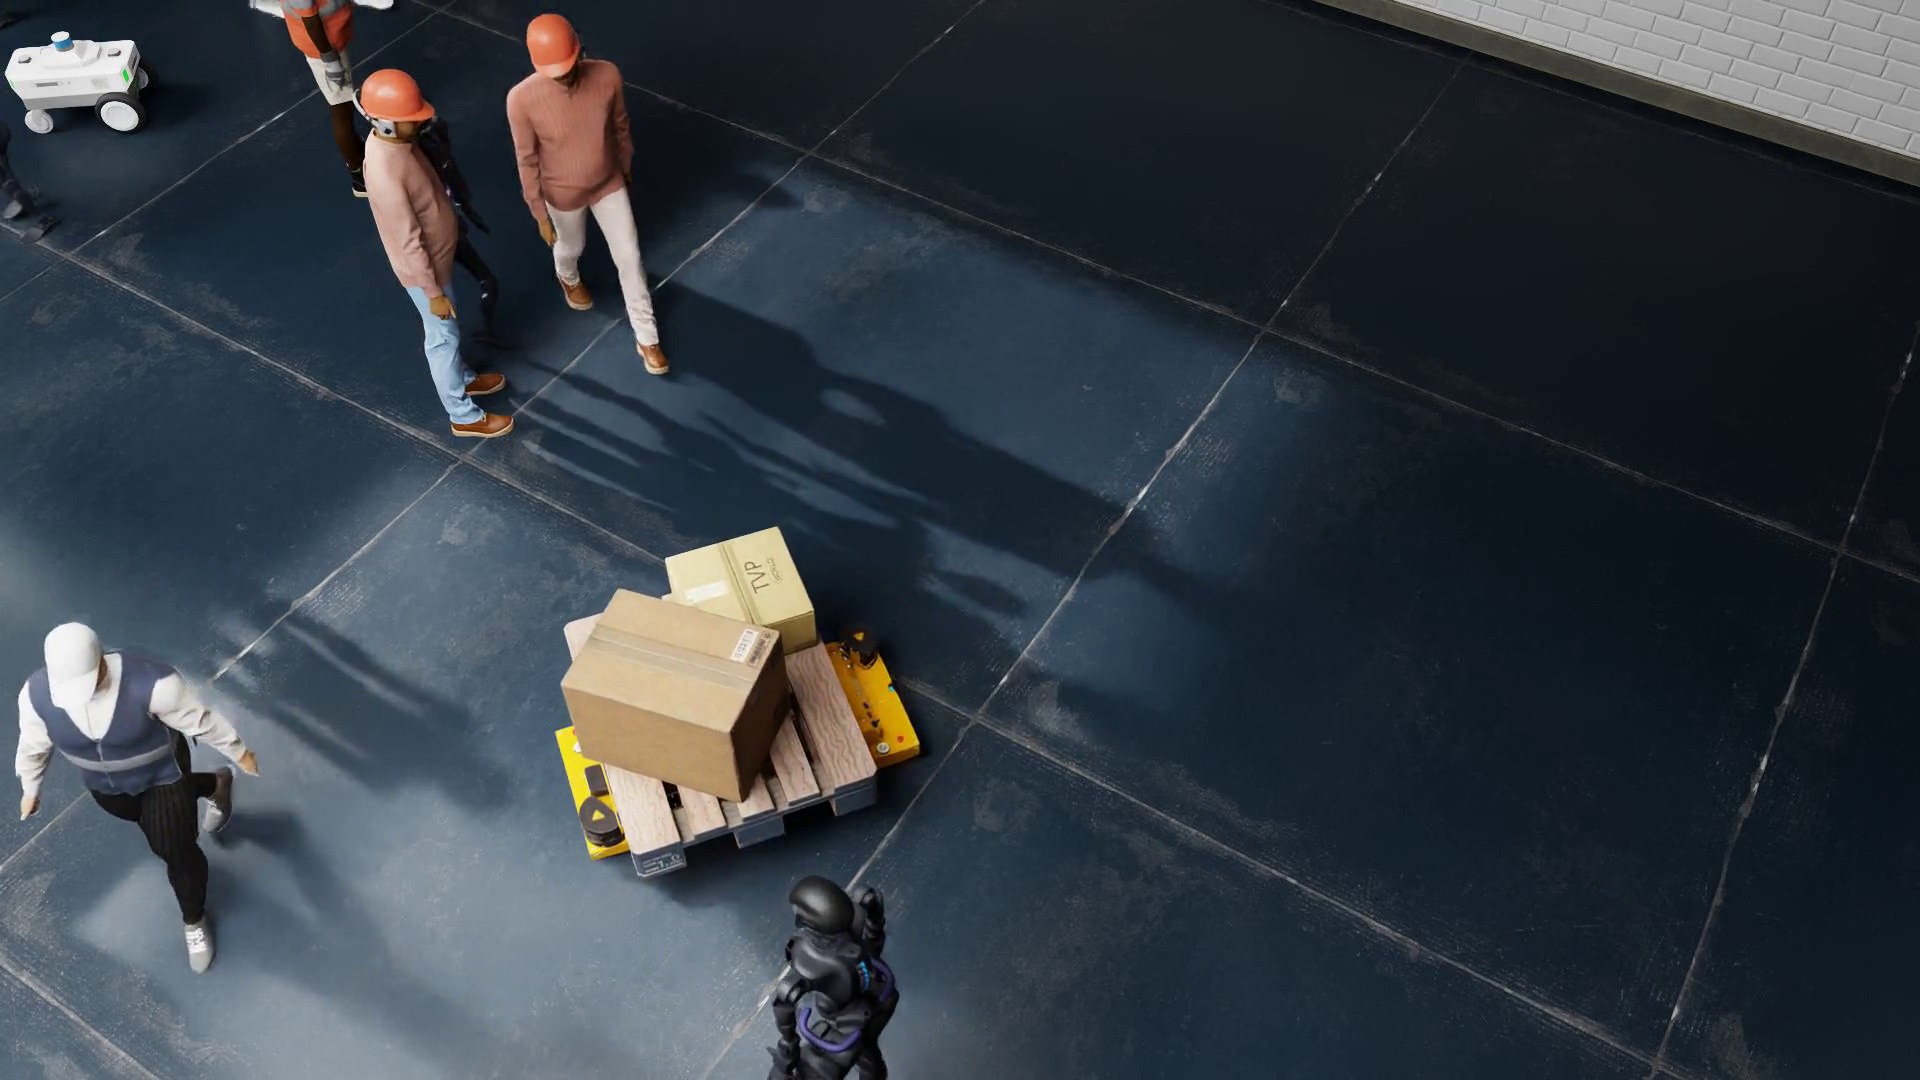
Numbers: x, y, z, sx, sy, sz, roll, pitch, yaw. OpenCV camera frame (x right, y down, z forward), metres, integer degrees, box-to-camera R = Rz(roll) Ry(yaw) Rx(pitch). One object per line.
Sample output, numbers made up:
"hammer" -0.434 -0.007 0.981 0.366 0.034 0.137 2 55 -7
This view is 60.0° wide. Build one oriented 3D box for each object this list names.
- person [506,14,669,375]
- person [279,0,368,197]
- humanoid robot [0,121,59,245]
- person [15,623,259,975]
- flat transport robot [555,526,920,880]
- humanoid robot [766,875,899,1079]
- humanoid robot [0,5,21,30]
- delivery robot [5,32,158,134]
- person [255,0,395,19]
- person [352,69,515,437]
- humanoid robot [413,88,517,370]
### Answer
"person" -1.893 -1.788 8.271 0.615 1.949 0.969 -22 52 -18
"person" -3.477 -2.790 9.128 0.365 1.965 0.607 -13 50 -11
"humanoid robot" -5.309 -2.288 8.887 0.584 1.642 0.377 29 55 23
"person" -3.036 0.807 6.142 0.778 1.720 0.845 -3 49 -3
"flat transport robot" -0.951 0.837 7.084 1.431 0.231 0.659 -17 51 -14
"humanoid robot" -0.420 1.565 5.513 0.442 1.649 0.586 25 54 21
"humanoid robot" -6.435 -3.877 10.278 0.537 1.638 0.609 -34 57 -26
"delivery robot" -5.301 -2.781 10.069 0.811 0.613 0.499 -6 49 -5
"person" -4.235 -4.105 10.347 0.894 1.863 0.665 2 49 2
"person" -2.489 -1.327 7.837 0.390 1.985 0.610 -12 50 -10
"humanoid robot" -2.580 -1.511 8.201 0.383 1.645 0.591 9 49 8
